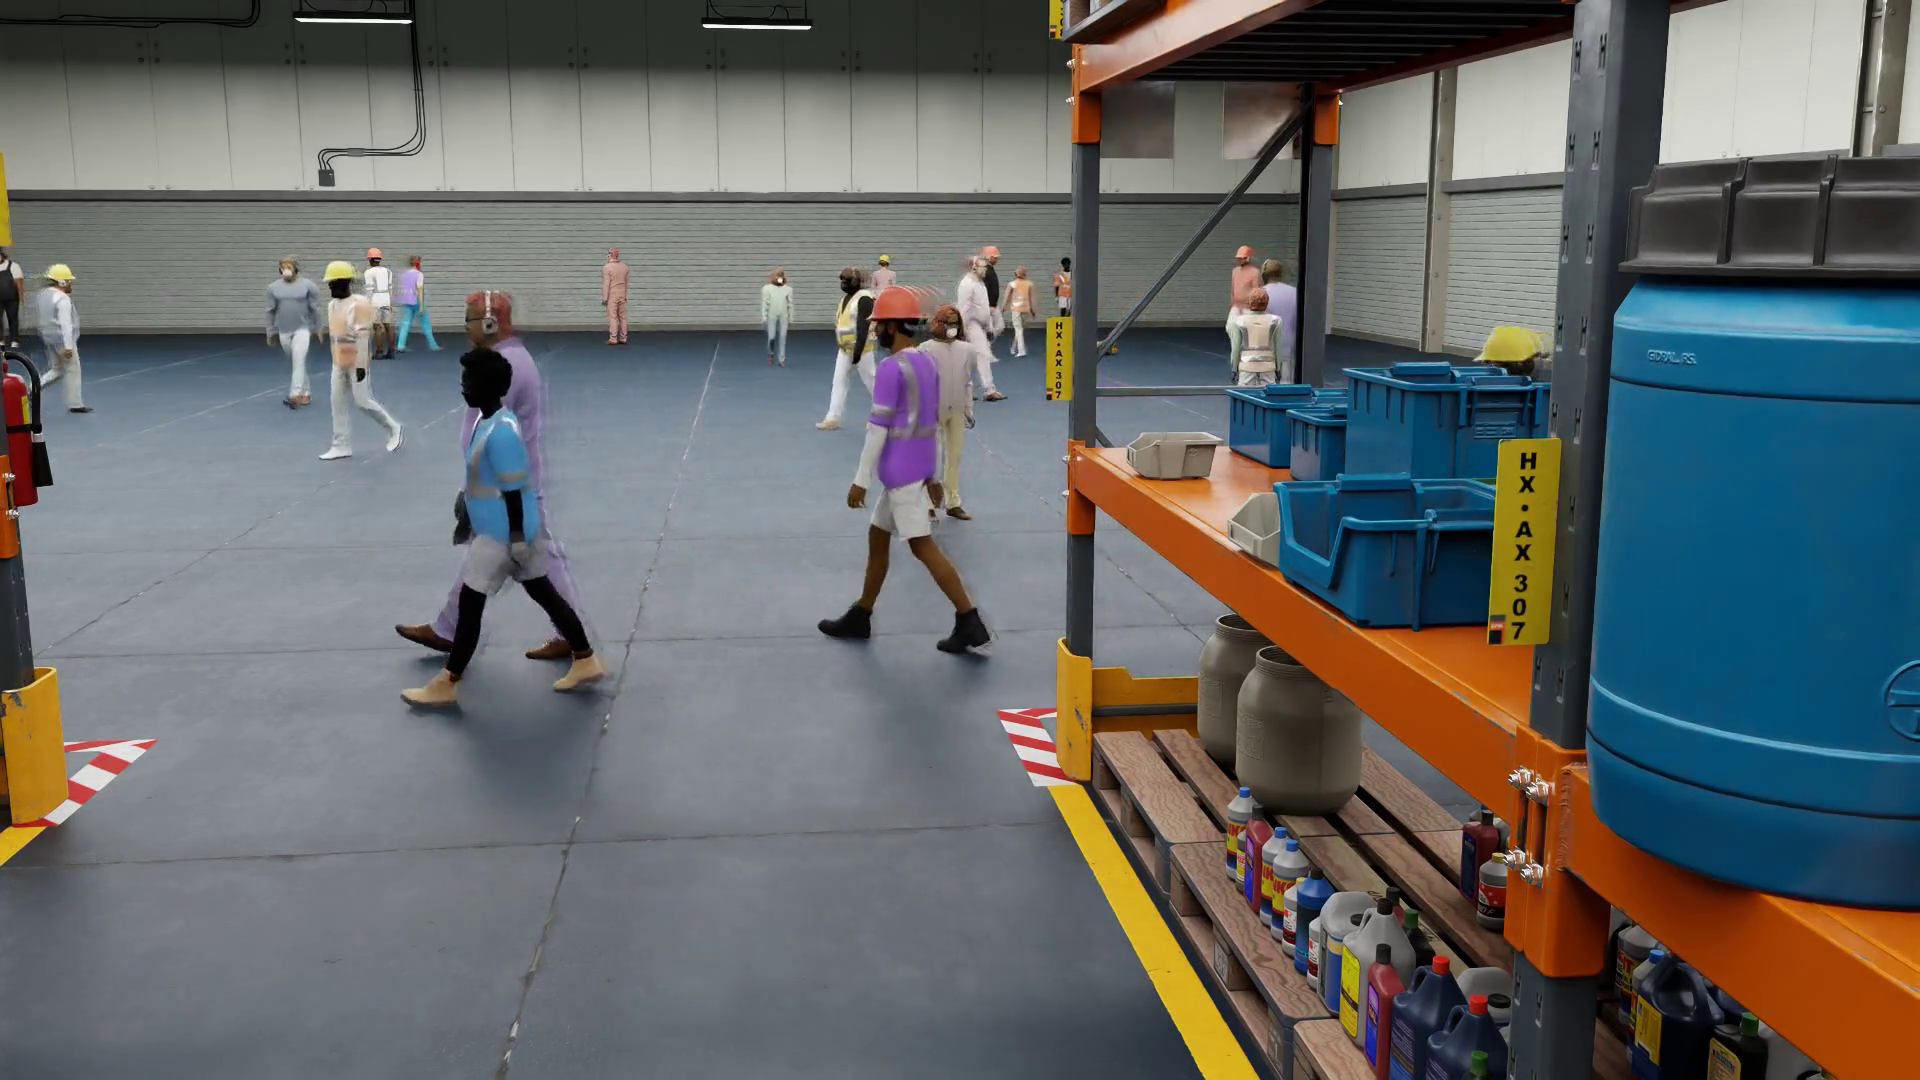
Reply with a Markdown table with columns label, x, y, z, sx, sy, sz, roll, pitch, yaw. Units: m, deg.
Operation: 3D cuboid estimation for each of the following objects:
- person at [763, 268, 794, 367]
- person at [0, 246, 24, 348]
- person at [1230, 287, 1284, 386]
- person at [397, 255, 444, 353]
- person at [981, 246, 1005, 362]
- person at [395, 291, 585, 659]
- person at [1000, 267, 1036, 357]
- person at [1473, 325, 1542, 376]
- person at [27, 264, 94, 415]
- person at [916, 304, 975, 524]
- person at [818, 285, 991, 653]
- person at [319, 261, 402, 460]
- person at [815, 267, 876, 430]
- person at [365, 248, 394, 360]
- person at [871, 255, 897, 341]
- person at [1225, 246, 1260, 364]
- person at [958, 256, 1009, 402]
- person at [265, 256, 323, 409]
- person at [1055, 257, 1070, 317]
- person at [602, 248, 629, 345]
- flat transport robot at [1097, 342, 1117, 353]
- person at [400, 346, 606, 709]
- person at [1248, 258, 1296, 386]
| label | x | y | z | sx | sy | sz | roll | pitch | yaw |
| --- | --- | --- | --- | --- | --- | --- | --- | --- | --- |
| person | -2.983 | -3.646 | 27.290 | 0.528 | 1.618 | 0.403 | -3 | 11 | -16 |
| person | -18.255 | -4.662 | 31.730 | 0.701 | 2.000 | 1.008 | -4 | 11 | -22 |
| person | 2.904 | -1.645 | 16.286 | 0.513 | 1.641 | 0.309 | 1 | 10 | 4 |
| person | -10.032 | -4.343 | 30.660 | 0.581 | 1.799 | 0.955 | 7 | 13 | 35 |
| person | 0.532 | -4.012 | 28.340 | 0.438 | 1.978 | 0.621 | 4 | 11 | 19 |
| person | -2.363 | -0.303 | 8.317 | 0.989 | 1.853 | 0.666 | -2 | 11 | -11 |
| person | 1.015 | -4.060 | 29.639 | 0.621 | 1.581 | 0.858 | -4 | 11 | -21 |
| person | 2.495 | -0.077 | 7.409 | 0.678 | 1.748 | 0.528 | 4 | 11 | 22 |
| person | -10.776 | -2.371 | 19.798 | 0.605 | 1.814 | 0.661 | 8 | 13 | 36 |
| person | -0.108 | -0.945 | 12.475 | 0.497 | 1.632 | 0.289 | -7 | 12 | -34 |
| person | -0.270 | -0.361 | 8.595 | 1.005 | 1.893 | 0.549 | 3 | 11 | 16 |
| person | -5.866 | -1.746 | 16.107 | 0.591 | 1.905 | 0.792 | 6 | 12 | 31 |
| person | -1.131 | -2.127 | 18.513 | 0.944 | 1.805 | 0.630 | -7 | 12 | -33 |
| person | -10.107 | -4.093 | 28.891 | 0.365 | 1.939 | 0.542 | 6 | 12 | 31 |
| person | -1.549 | -4.953 | 34.077 | 0.526 | 1.769 | 0.328 | 2 | 10 | 9 |
| person | 4.698 | -3.895 | 27.690 | 0.514 | 1.974 | 0.650 | -8 | 13 | -36 |
| person | 0.318 | -2.724 | 21.542 | 0.864 | 1.872 | 0.680 | 3 | 11 | 16 |
| person | -8.354 | -2.594 | 20.814 | 0.648 | 1.883 | 1.045 | 0 | 10 | -1 |
| person | 2.333 | -5.337 | 36.392 | 0.546 | 1.680 | 0.374 | -3 | 11 | -17 |
| person | -6.843 | -4.811 | 32.916 | 0.410 | 1.908 | 0.643 | 7 | 12 | 32 |
| flat transport robot | 2.292 | -3.445 | 29.914 | 0.652 | 0.197 | 1.431 | 5 | 11 | 24 |
| person | -2.074 | -0.062 | 7.584 | 0.919 | 1.648 | 0.531 | -3 | 11 | -14 |
| person | 3.359 | -2.006 | 17.541 | 0.652 | 1.913 | 0.747 | -4 | 11 | -19 |
